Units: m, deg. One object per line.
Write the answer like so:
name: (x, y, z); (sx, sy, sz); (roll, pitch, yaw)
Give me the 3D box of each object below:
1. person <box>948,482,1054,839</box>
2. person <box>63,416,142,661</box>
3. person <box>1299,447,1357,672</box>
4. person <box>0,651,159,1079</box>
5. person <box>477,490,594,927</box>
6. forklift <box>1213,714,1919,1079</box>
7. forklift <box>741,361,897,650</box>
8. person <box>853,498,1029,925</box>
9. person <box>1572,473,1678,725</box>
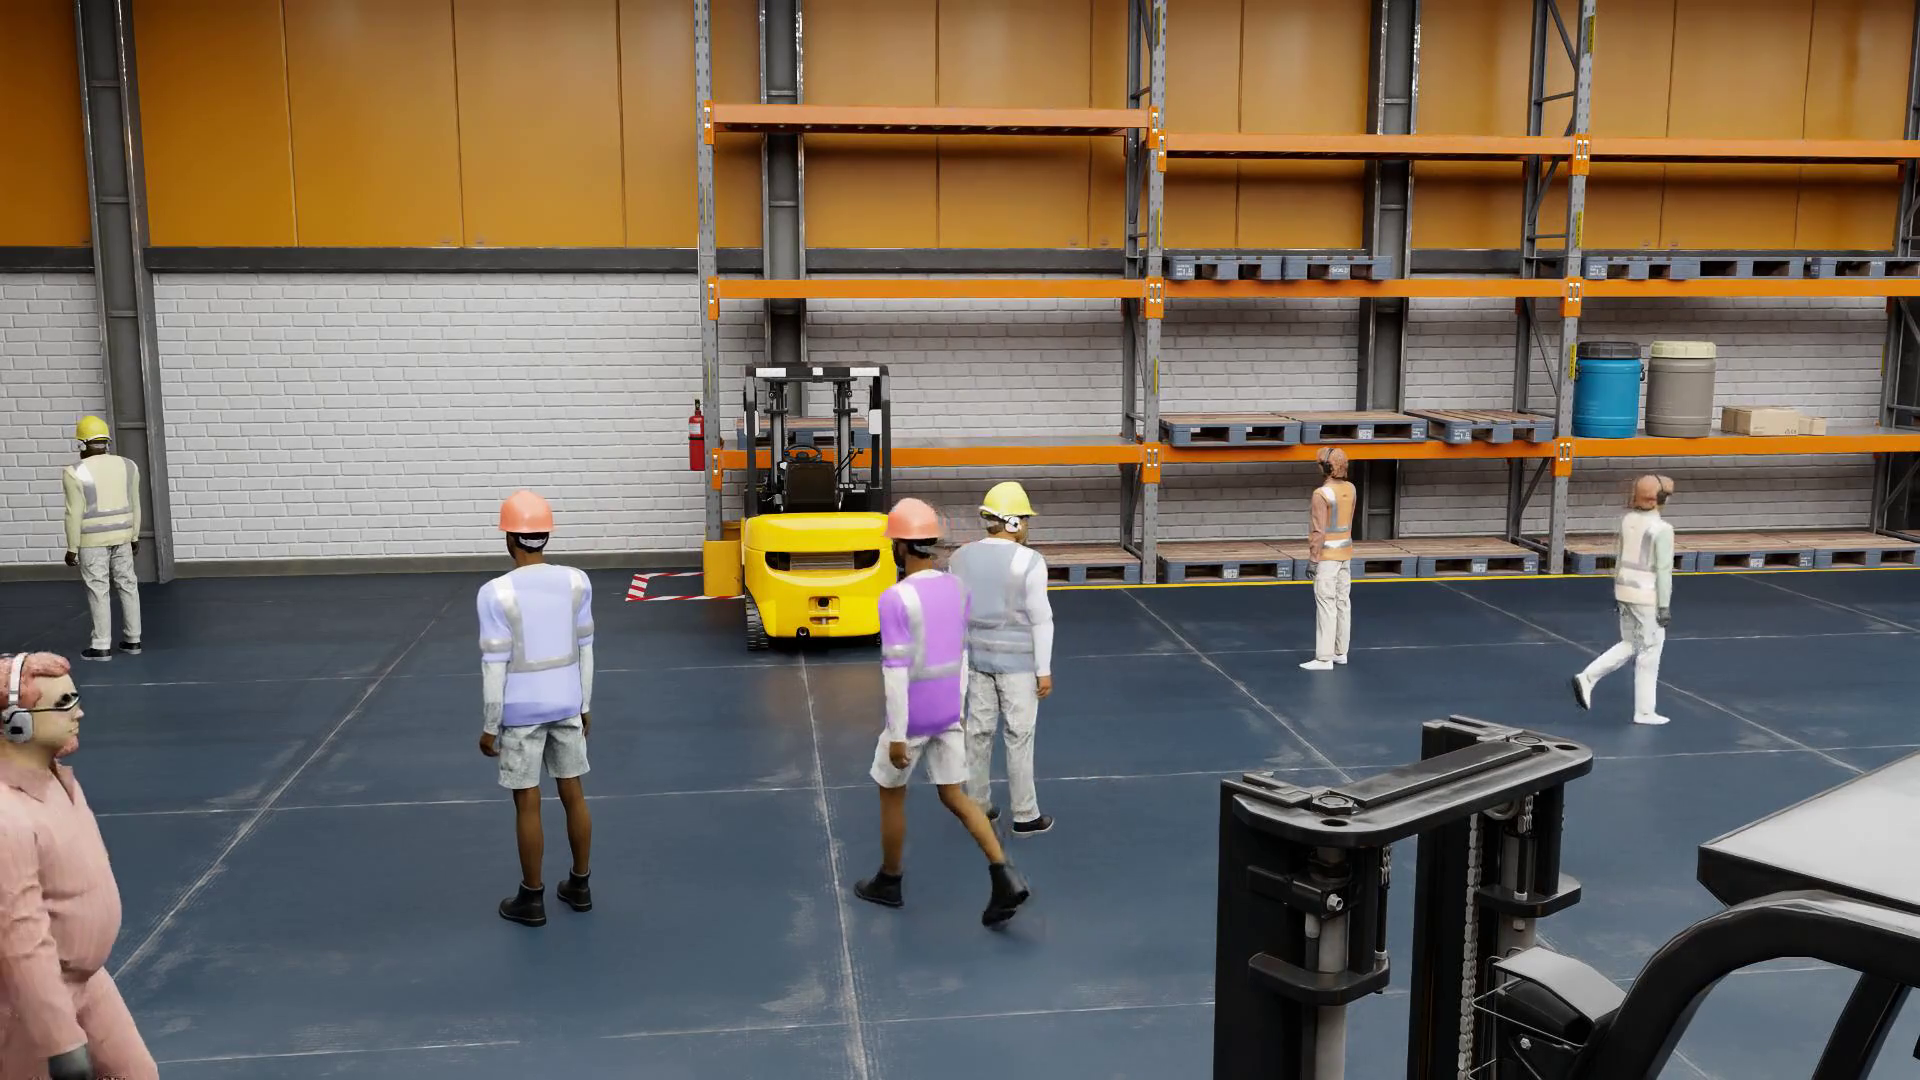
person: (0.226, 0.614, 8.555); (0.590, 1.827, 0.404); (6, 11, 34)
person: (-6.422, -0.013, 12.445); (0.403, 1.835, 0.588); (5, 10, 29)
person: (2.697, 0.138, 12.107); (0.307, 1.641, 0.514); (8, 12, 40)
person: (-2.397, 1.227, 4.556); (0.789, 1.875, 0.666); (-3, 9, -16)
person: (-1.886, 0.744, 7.396); (0.542, 1.939, 0.366); (-8, 12, -41)
forklift: (1.441, 1.425, 2.350); (1.214, 2.155, 2.313); (-7, 12, -39)
forklift: (-1.154, -0.340, 13.365); (1.214, 2.155, 2.313); (-1, 9, -7)
person: (-0.089, 0.770, 7.373); (0.900, 1.908, 0.555); (8, 12, 41)
person: (4.274, 0.387, 10.596); (0.533, 1.626, 0.519); (-2, 9, -10)
